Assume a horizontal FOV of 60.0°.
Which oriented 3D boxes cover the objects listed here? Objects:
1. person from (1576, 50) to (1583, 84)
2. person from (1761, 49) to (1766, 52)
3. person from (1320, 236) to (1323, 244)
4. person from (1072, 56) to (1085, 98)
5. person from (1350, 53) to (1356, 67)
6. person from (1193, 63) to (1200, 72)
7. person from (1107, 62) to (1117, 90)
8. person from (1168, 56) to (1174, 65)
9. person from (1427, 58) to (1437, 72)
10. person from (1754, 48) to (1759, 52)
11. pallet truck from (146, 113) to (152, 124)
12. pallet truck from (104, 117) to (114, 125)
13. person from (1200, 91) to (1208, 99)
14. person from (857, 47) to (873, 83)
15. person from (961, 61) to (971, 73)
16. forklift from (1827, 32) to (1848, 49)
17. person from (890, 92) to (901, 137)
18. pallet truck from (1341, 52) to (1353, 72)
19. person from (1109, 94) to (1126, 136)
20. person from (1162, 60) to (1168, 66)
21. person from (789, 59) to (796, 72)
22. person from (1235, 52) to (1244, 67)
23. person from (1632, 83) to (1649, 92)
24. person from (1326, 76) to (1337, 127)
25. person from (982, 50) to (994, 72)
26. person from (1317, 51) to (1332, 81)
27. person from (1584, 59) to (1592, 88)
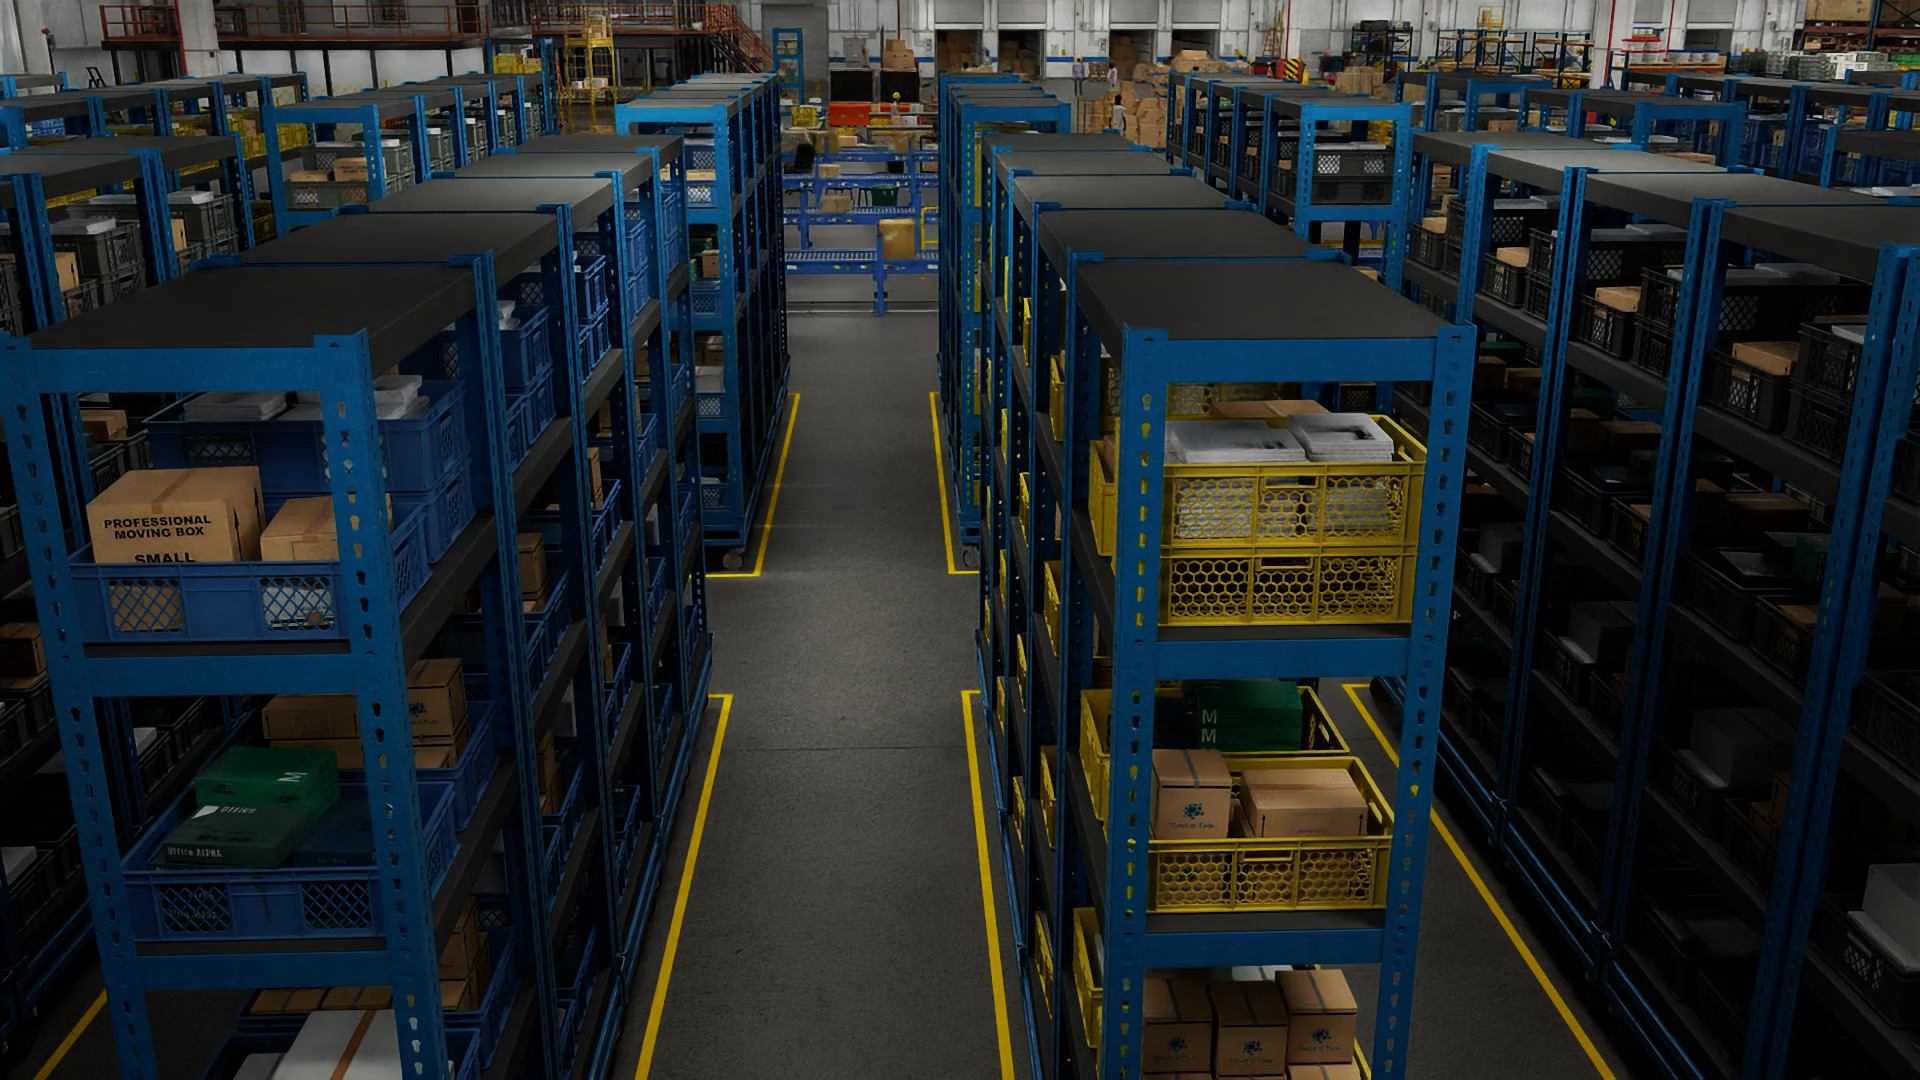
[{"bbox_3d":[33.950,-25.817,90.849,1.005,1.833,0.593,-11,21,-32],"label":"person"},{"bbox_3d":[43.419,-25.630,90.123,0.641,1.918,0.771,10,21,29],"label":"person"},{"bbox_3d":[3.778,-2.437,18.222,0.622,1.993,0.384,-9,20,-25],"label":"person"},{"bbox_3d":[5.578,-21.831,78.362,0.594,1.920,0.379,0,18,0],"label":"person"},{"bbox_3d":[20.812,-24.939,88.233,0.321,1.761,0.522,12,21,32],"label":"person"},{"bbox_3d":[9.279,-17.775,65.635,0.601,2.035,0.410,5,19,15],"label":"person"},{"bbox_3d":[6.762,-20.160,73.351,0.653,1.828,0.638,-7,19,-20],"label":"person"},{"bbox_3d":[10.746,-24.137,85.889,0.560,1.676,0.540,0,18,1],"label":"person"},{"bbox_3d":[22.824,-22.427,80.488,0.492,1.740,0.325,16,24,41],"label":"person"},{"bbox_3d":[43.496,-25.954,91.087,0.544,1.939,0.355,1,18,4],"label":"person"},{"bbox_3d":[-18.087,-8.309,36.390,1.885,1.965,0.823,-1,18,-4],"label":"pallet truck"},{"bbox_3d":[-18.367,-7.885,35.078,1.885,1.965,0.823,1,18,2],"label":"pallet truck"},{"bbox_3d":[8.433,-15.195,57.628,0.676,2.000,0.536,-1,18,-4],"label":"person"},{"bbox_3d":[-5.265,-26.524,92.881,1.072,1.938,0.603,-13,22,-36],"label":"person"},{"bbox_3d":[0.307,-20.435,74.214,0.633,1.820,0.796,13,22,35],"label":"person"},{"bbox_3d":[46.023,-25.321,87.619,1.129,2.768,1.873,-1,18,-2],"label":"forklift"},{"bbox_3d":[-1.895,-12.349,49.261,0.321,1.769,0.523,-6,19,-17],"label":"person"},{"bbox_3d":[18.794,-23.123,82.231,0.823,1.965,1.885,-13,22,-35],"label":"pallet truck"},{"bbox_3d":[4.375,-11.396,46.147,0.515,1.872,0.328,7,19,22],"label":"person"},{"bbox_3d":[9.036,-20.367,73.933,0.685,1.848,0.570,-2,18,-5],"label":"person"},{"bbox_3d":[-9.072,-25.640,90.247,0.978,1.863,0.600,-1,18,-2],"label":"person"},{"bbox_3d":[14.113,-23.687,84.107,0.600,1.914,0.616,-14,23,-38],"label":"person"},{"bbox_3d":[24.416,-15.858,59.798,0.361,1.965,0.613,-14,22,-36],"label":"person"},{"bbox_3d":[12.825,-15.062,57.459,0.946,1.886,0.567,-7,19,-21],"label":"person"},{"bbox_3d":[1.433,-25.137,88.629,0.991,1.907,0.612,16,24,41],"label":"person"},{"bbox_3d":[18.316,-23.548,83.624,1.008,1.941,0.613,-14,23,-37],"label":"person"},{"bbox_3d":[28.548,-20.973,75.823,0.346,1.846,0.505,-7,19,-22],"label":"person"}]
